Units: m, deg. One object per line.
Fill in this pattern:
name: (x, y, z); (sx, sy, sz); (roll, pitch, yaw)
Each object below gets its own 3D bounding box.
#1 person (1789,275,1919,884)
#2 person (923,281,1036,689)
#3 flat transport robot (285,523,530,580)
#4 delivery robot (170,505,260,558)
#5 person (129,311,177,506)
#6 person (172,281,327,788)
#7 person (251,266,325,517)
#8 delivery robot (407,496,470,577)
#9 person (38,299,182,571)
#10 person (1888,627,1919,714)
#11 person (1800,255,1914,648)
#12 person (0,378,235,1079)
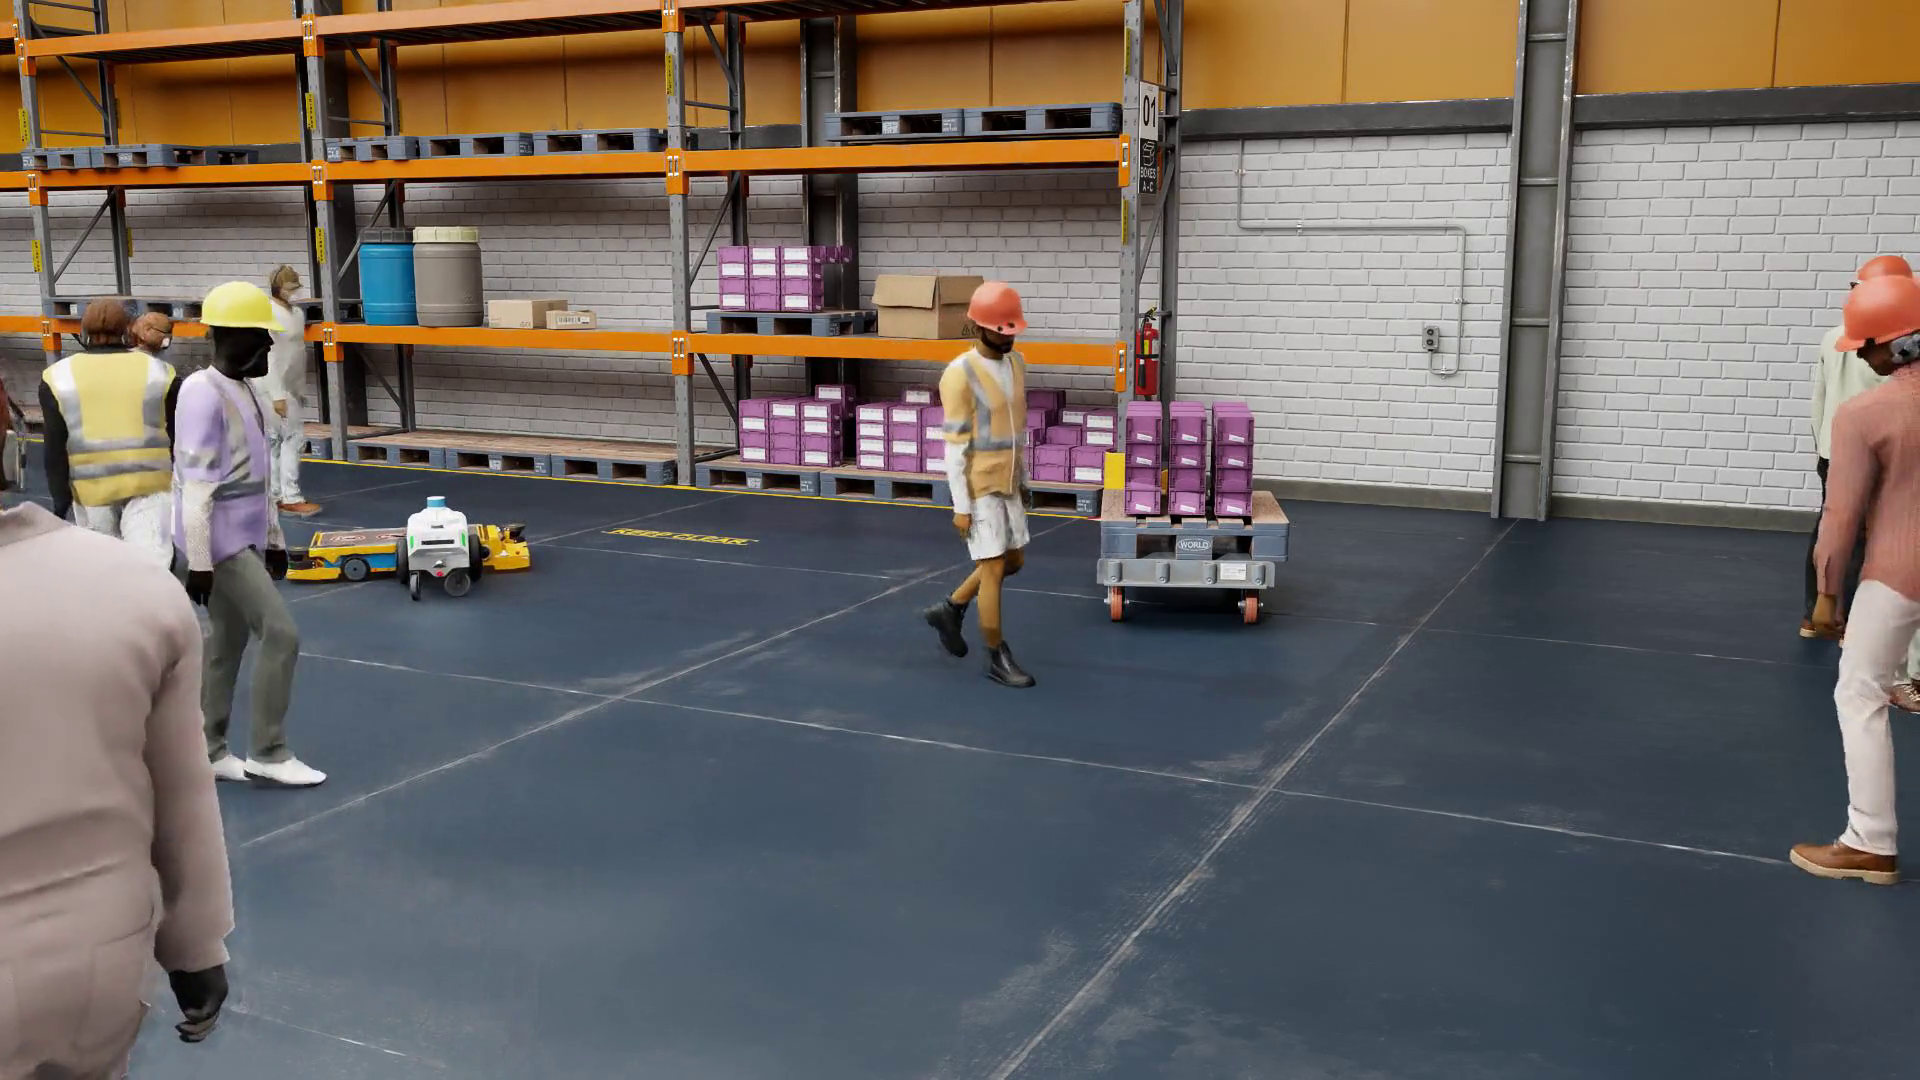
person: (3.114, 0.138, 5.325); (0.735, 1.947, 0.387); (0, 10, 0)
person: (0.079, -0.254, 7.714); (0.707, 1.887, 0.617); (8, 13, 38)
flat transport robot: (-3.477, 0.062, 10.518); (1.431, 0.197, 0.652); (-3, 10, -17)
delivery robot: (-4.644, -0.089, 10.304); (0.707, 0.478, 0.477); (9, 13, 42)
person: (-5.842, -0.850, 11.968); (0.823, 1.591, 0.521); (4, 11, 22)
person: (-2.649, -0.004, 6.224); (0.691, 1.899, 0.614); (-2, 10, -11)
person: (-5.085, -1.108, 12.586); (0.592, 1.904, 0.635); (0, 10, -1)
delivery robot: (-3.102, -0.015, 9.880); (0.477, 0.478, 0.707); (-3, 10, -17)
person: (-4.032, -0.258, 8.017); (0.639, 1.792, 0.937); (-5, 11, -25)
person: (4.324, -0.172, 7.302); (0.532, 1.865, 0.311); (-6, 12, -31)
person: (4.617, -0.445, 8.491); (0.396, 1.993, 0.617); (-2, 10, -10)
person: (-1.483, 0.654, 2.530); (0.490, 1.884, 0.638); (6, 12, 32)
